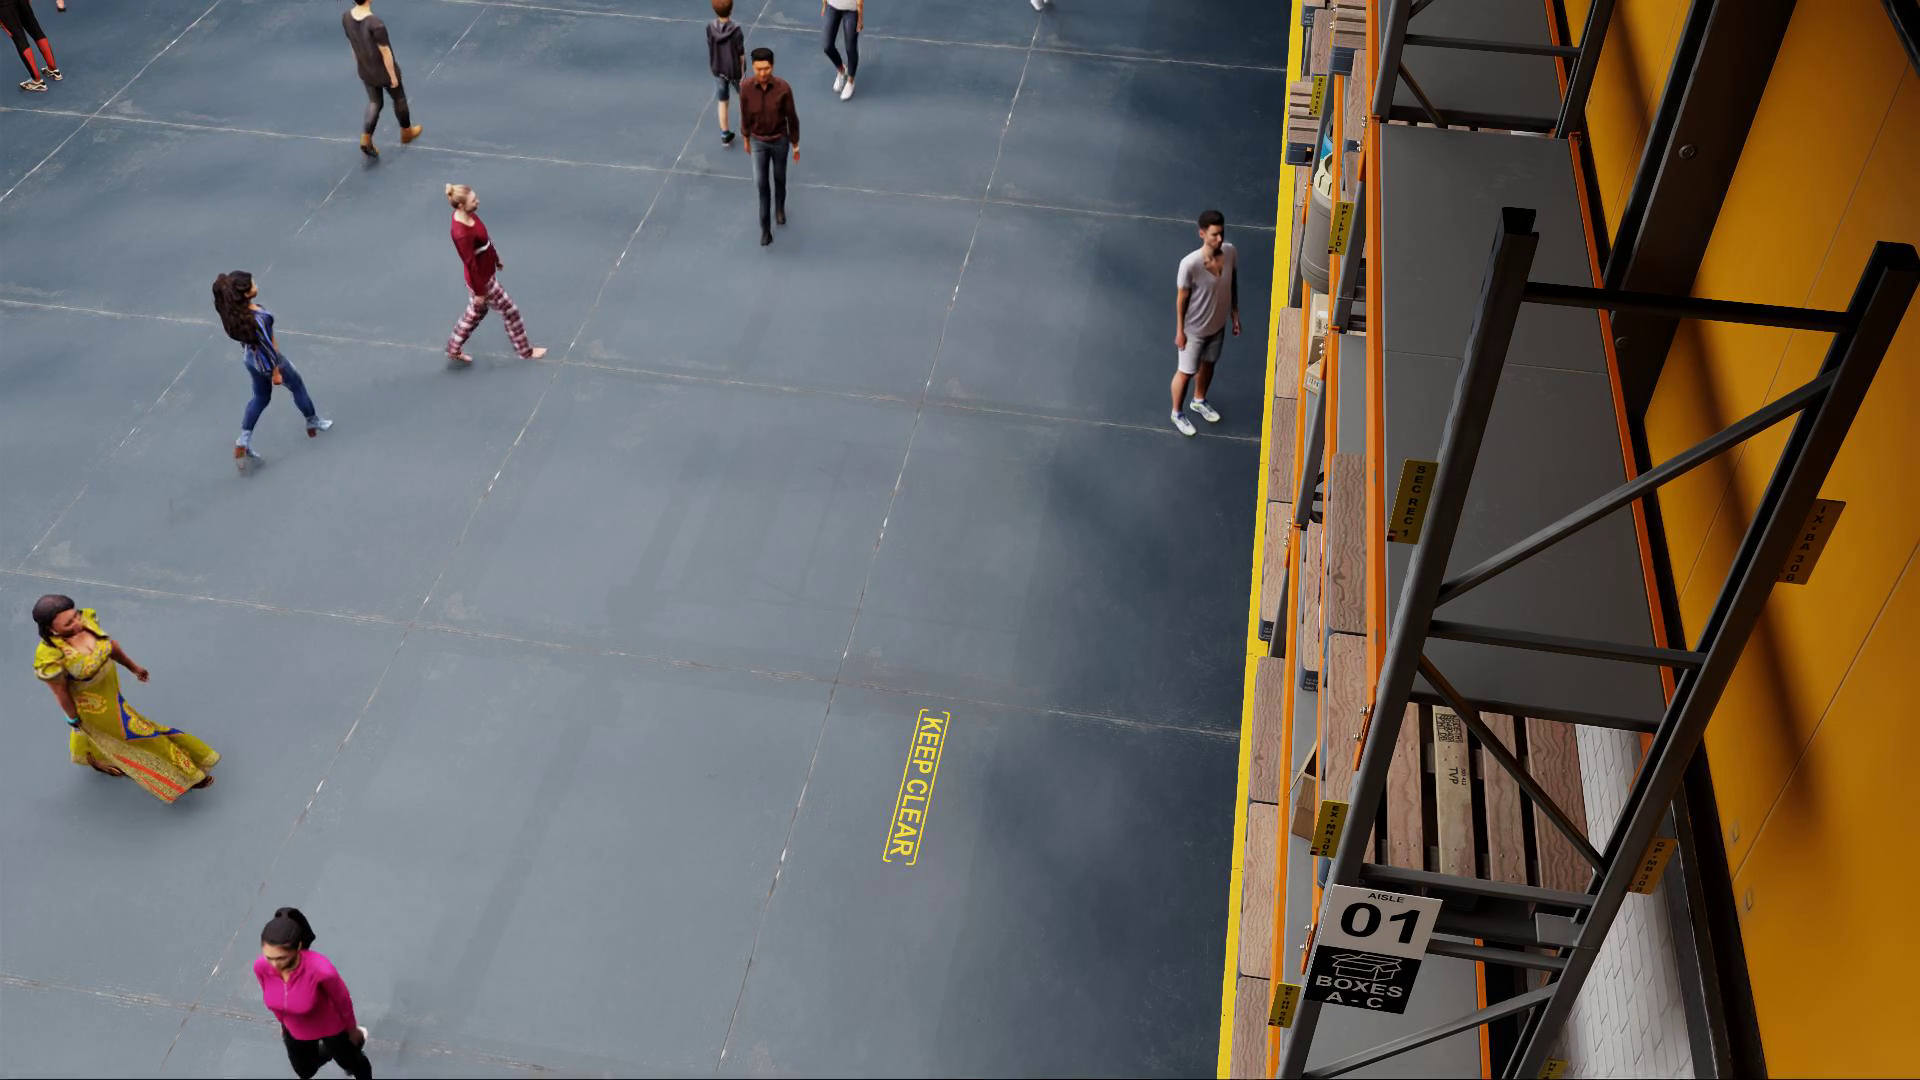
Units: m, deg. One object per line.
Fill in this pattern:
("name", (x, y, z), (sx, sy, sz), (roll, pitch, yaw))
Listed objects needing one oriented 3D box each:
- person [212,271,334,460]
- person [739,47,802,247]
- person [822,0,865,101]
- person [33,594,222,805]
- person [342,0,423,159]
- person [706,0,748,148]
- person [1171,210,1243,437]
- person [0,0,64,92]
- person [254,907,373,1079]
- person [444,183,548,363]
("person", (-5.175, -1.261, 12.235), (0.940, 1.591, 1.119), (30, 51, 28))
("person", (-1.650, -3.510, 14.483), (0.808, 1.748, 1.066), (-1, 44, -1))
("person", (-1.094, -5.180, 16.202), (0.685, 1.795, 0.677), (14, 45, 15))
("person", (-5.233, 0.926, 9.931), (0.873, 1.612, 1.259), (2, 44, 2))
("person", (-5.450, -4.350, 15.404), (0.745, 1.694, 1.042), (15, 46, 15))
("person", (-2.209, -4.393, 15.649), (0.581, 1.417, 0.924), (10, 45, 11))
("person", (1.822, -1.675, 12.481), (0.796, 1.852, 0.848), (-24, 49, -23))
("person", (-9.335, -5.316, 16.334), (0.731, 1.808, 0.533), (15, 46, 15))
("person", (-3.198, 2.344, 8.387), (0.599, 1.690, 0.690), (5, 44, 5))
("person", (-3.828, -2.053, 13.014), (0.992, 1.662, 1.072), (-12, 45, -12))
